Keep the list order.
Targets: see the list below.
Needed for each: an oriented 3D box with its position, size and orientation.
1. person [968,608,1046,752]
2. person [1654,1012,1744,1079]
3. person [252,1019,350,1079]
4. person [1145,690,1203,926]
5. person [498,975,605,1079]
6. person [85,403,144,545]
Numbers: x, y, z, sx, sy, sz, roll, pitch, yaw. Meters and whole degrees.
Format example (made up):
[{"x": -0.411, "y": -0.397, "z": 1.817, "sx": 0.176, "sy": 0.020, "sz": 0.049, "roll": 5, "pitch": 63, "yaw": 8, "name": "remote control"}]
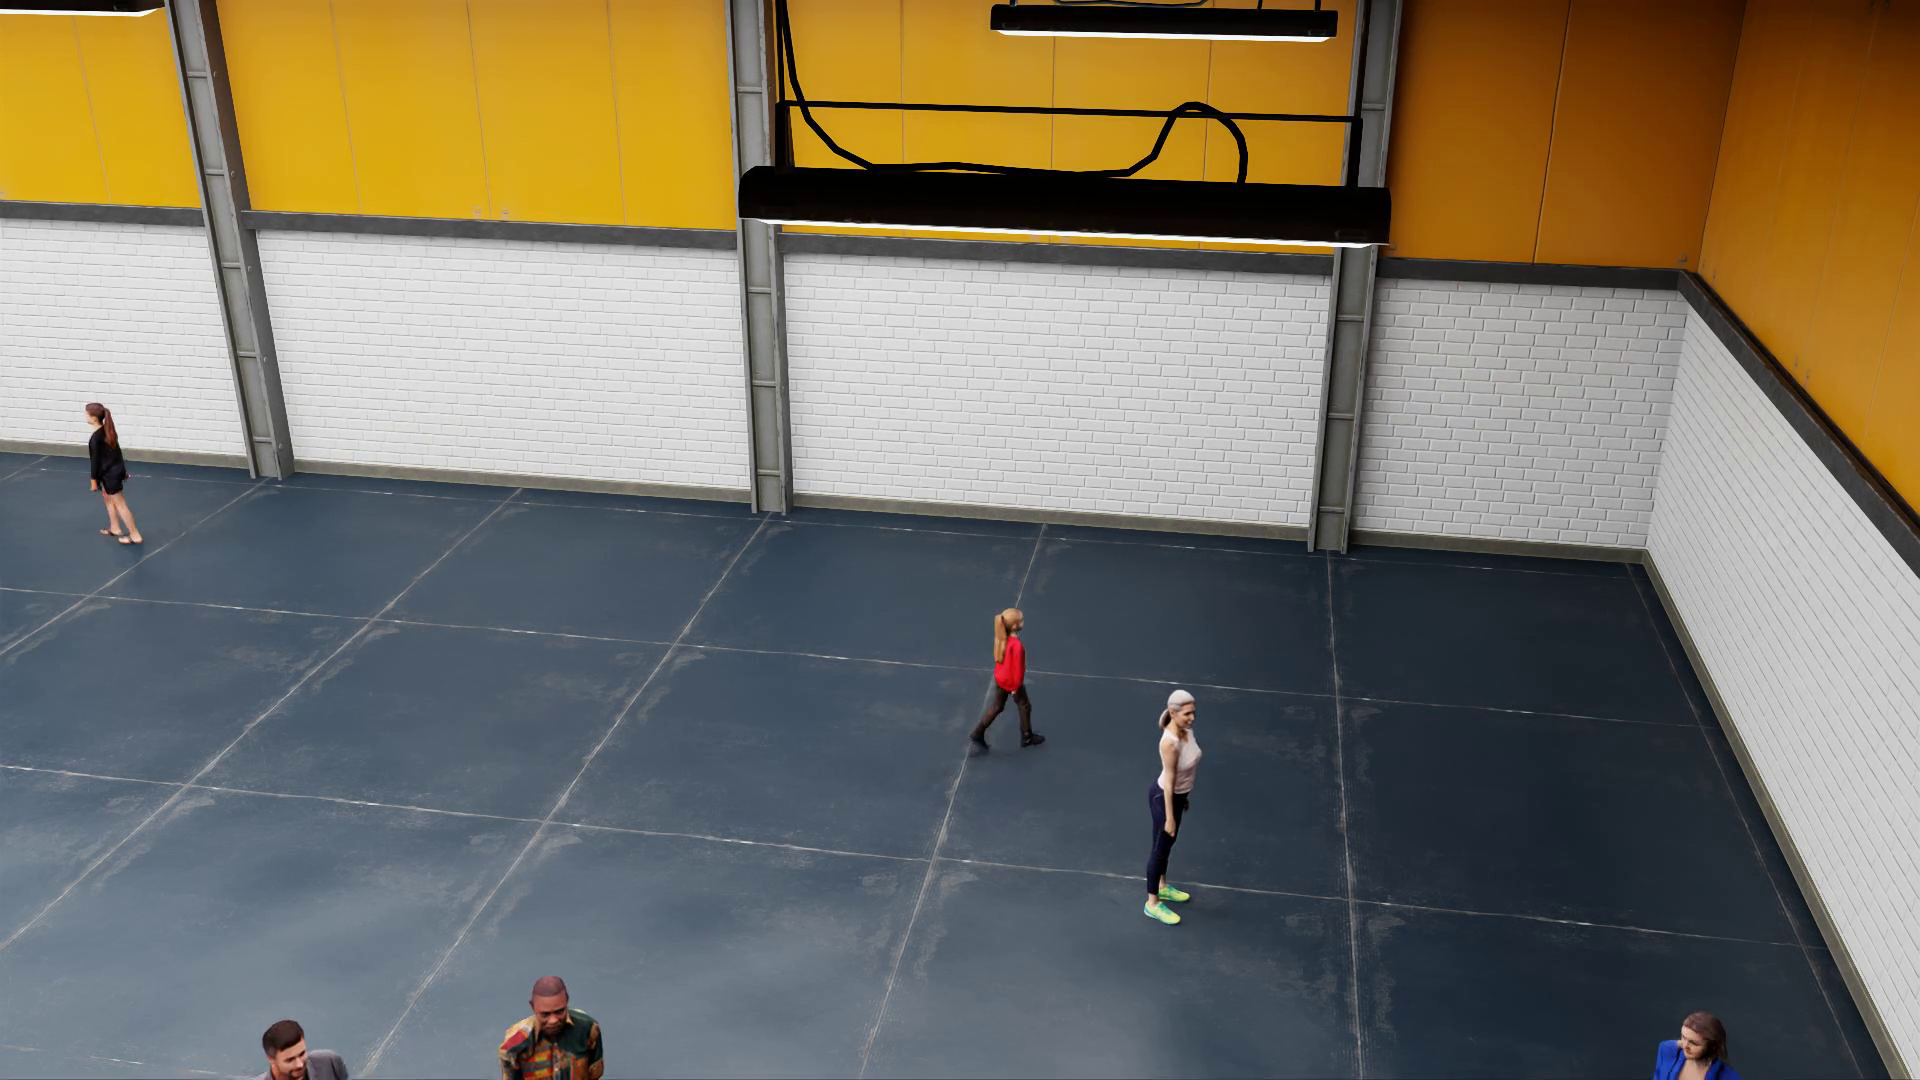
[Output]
[{"x": 0.348, "y": 1.136, "z": 13.383, "sx": 0.934, "sy": 1.268, "sz": 0.817, "roll": -12, "pitch": 26, "yaw": -26, "name": "person"}, {"x": 3.771, "y": 3.074, "z": 8.462, "sx": 1.099, "sy": 1.659, "sz": 1.009, "roll": -17, "pitch": 29, "yaw": -34, "name": "person"}, {"x": -3.240, "y": 3.079, "z": 8.214, "sx": 0.942, "sy": 1.850, "sz": 0.885, "roll": 19, "pitch": 30, "yaw": 37, "name": "person"}, {"x": 1.429, "y": 1.783, "z": 11.360, "sx": 0.609, "sy": 1.703, "sz": 0.646, "roll": 10, "pitch": 25, "yaw": 21, "name": "person"}, {"x": -2.104, "y": 2.961, "z": 8.565, "sx": 1.170, "sy": 1.783, "sz": 1.123, "roll": -10, "pitch": 25, "yaw": -21, "name": "person"}, {"x": -8.710, "y": -0.684, "z": 17.208, "sx": 0.754, "sy": 1.541, "sz": 0.594, "roll": 2, "pitch": 24, "yaw": 5, "name": "person"}]
